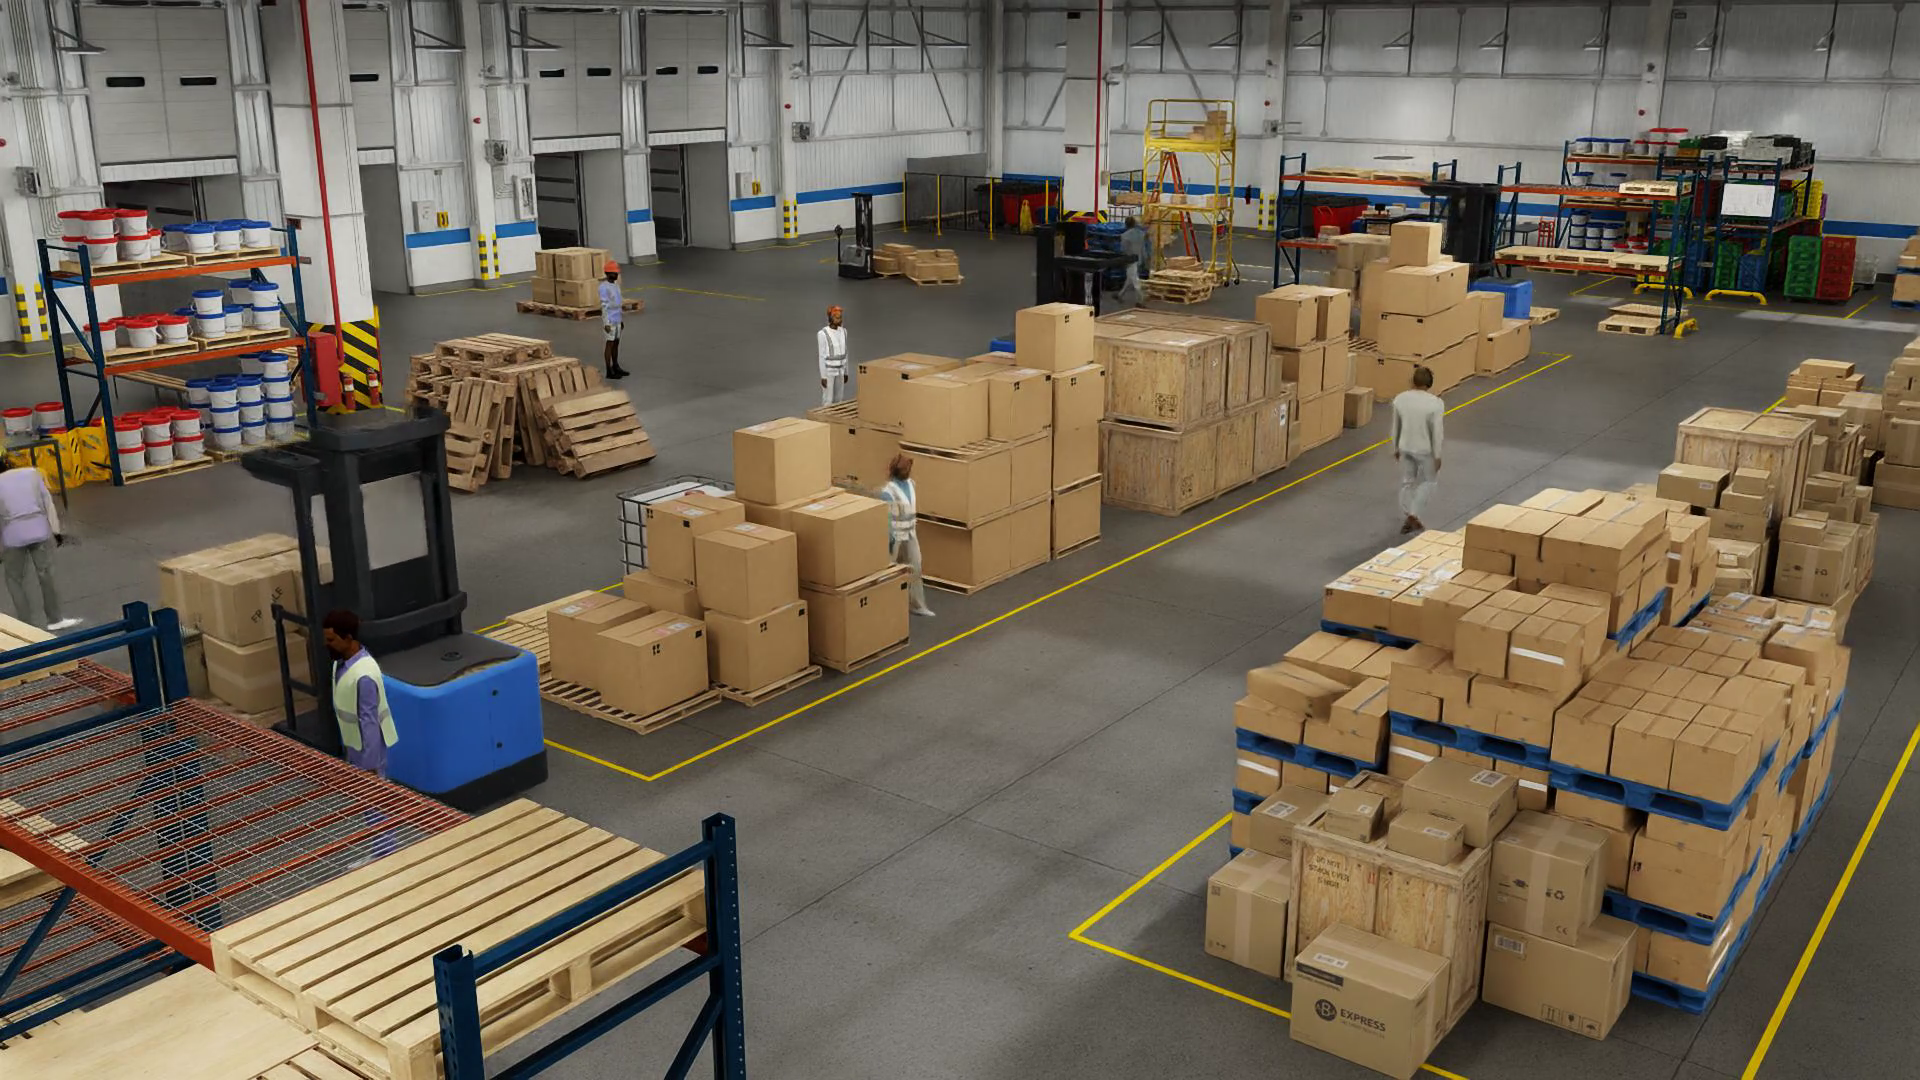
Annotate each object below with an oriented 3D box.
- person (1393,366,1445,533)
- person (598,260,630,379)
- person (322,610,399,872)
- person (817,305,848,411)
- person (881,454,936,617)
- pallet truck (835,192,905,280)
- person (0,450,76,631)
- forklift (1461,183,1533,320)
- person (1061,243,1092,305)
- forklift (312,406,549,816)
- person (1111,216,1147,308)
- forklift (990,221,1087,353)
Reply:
[{"bbox_3d":[5.159,-1.008,18.728,0.434,1.928,0.652,-15,23,-41],"label":"person"},{"bbox_3d":[-5.711,-3.634,27.404,0.347,1.943,0.544,5,17,15],"label":"person"},{"bbox_3d":[-3.925,1.355,10.951,0.409,1.909,0.592,-11,20,-31],"label":"person"},{"bbox_3d":[-1.763,-2.335,23.226,0.351,1.878,0.569,12,21,35],"label":"person"},{"bbox_3d":[-0.622,-0.053,16.117,0.766,1.606,0.538,11,20,32],"label":"person"},{"bbox_3d":[-1.936,-7.159,38.982,1.885,1.965,0.823,-12,21,-34],"label":"pallet truck"},{"bbox_3d":[-8.733,-0.015,15.548,0.379,1.876,0.710,13,21,37],"label":"person"},{"bbox_3d":[9.676,-5.219,31.054,1.873,2.768,1.129,12,21,35],"label":"forklift"},{"bbox_3d":[2.236,-4.580,30.639,0.980,1.895,0.554,-10,20,-31],"label":"person"},{"bbox_3d":[-4.109,0.460,12.251,1.873,2.768,1.129,12,21,35],"label":"forklift"},{"bbox_3d":[3.553,-5.808,34.718,0.641,1.870,1.069,-15,22,-40],"label":"person"},{"bbox_3d":[1.458,-3.274,24.615,1.873,2.768,1.129,12,21,35],"label":"forklift"}]
